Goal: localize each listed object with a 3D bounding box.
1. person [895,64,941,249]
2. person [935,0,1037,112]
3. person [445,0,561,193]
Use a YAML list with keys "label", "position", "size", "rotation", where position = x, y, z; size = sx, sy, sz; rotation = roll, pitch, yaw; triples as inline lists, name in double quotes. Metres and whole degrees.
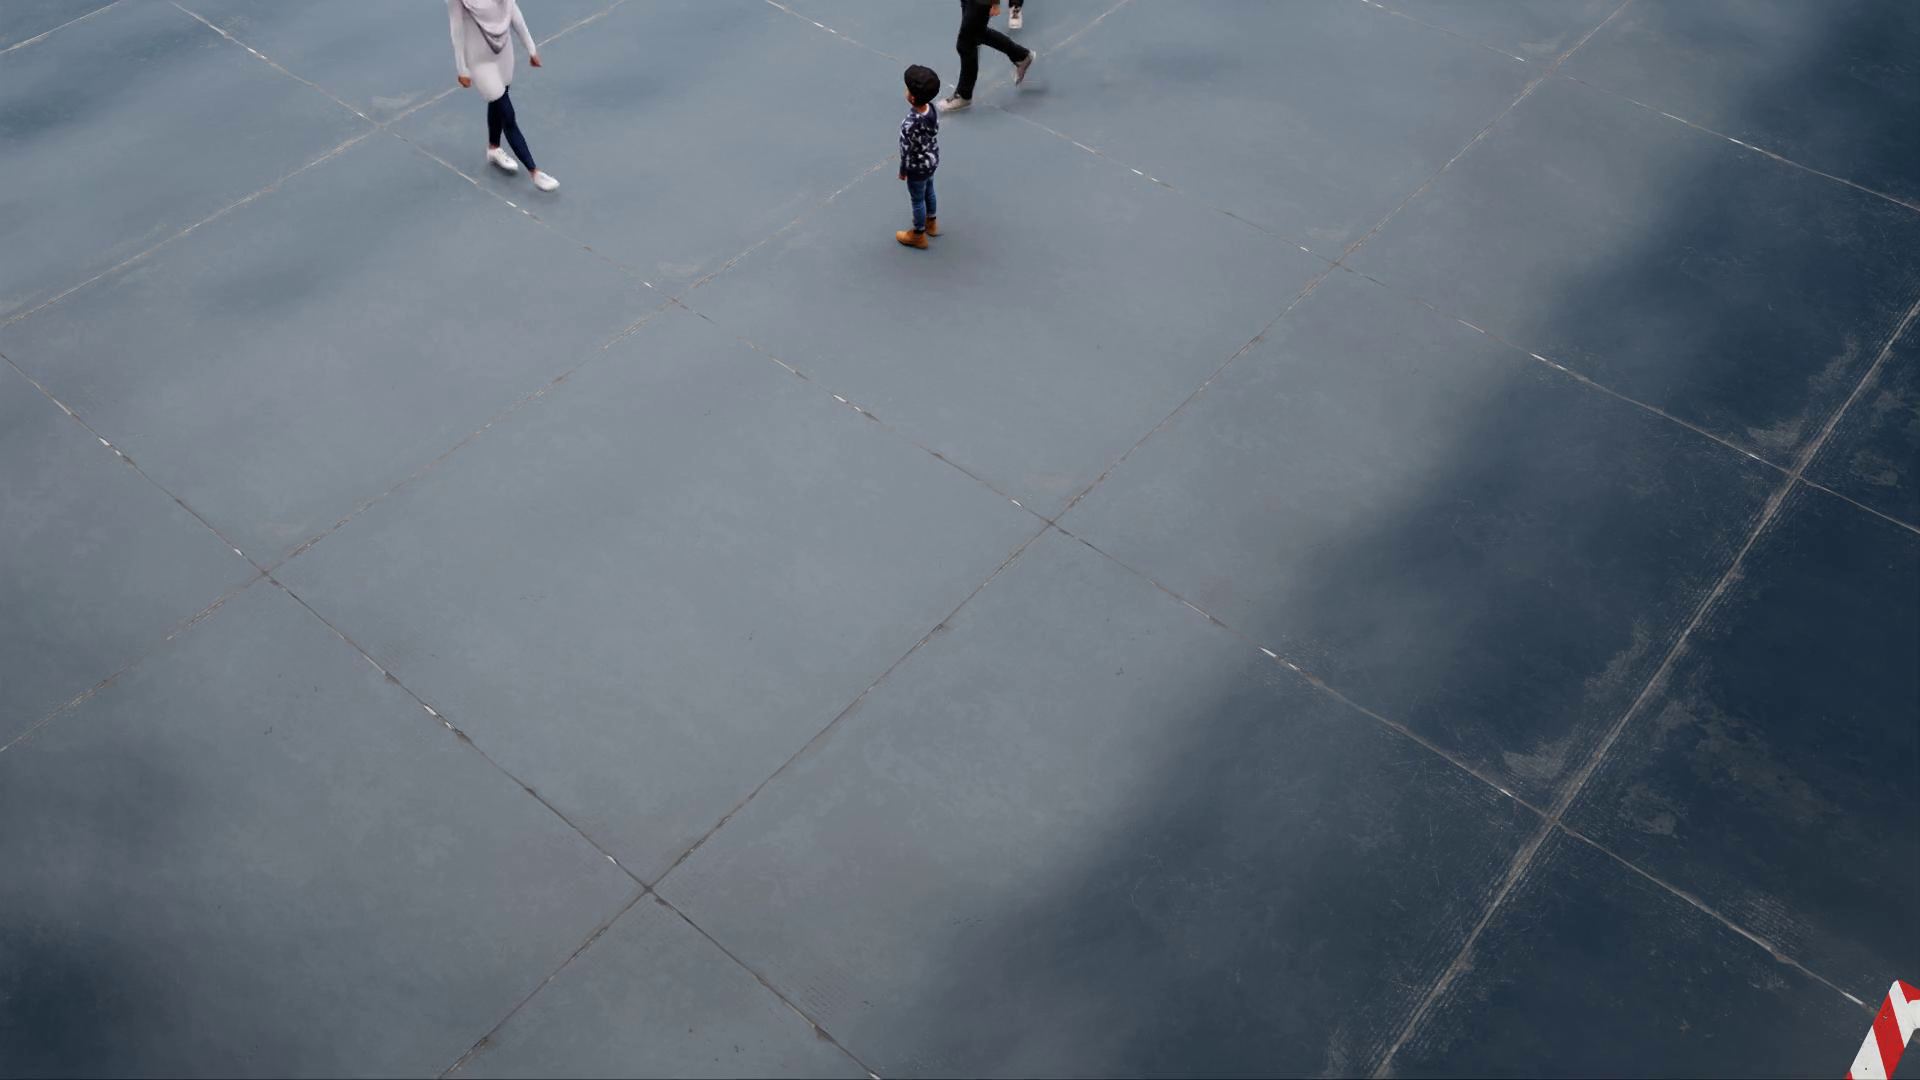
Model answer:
- label: "person"
  position: [-0.254, -2.410, 10.441]
  size: [0.533, 1.251, 0.523]
  rotation: [24, 52, 21]
- label: "person"
  position: [0.212, -3.757, 11.353]
  size: [0.997, 1.740, 1.060]
  rotation: [-16, 49, -15]
- label: "person"
  position: [-3.096, -3.138, 10.780]
  size: [1.011, 1.743, 0.665]
  rotation: [29, 54, 24]
